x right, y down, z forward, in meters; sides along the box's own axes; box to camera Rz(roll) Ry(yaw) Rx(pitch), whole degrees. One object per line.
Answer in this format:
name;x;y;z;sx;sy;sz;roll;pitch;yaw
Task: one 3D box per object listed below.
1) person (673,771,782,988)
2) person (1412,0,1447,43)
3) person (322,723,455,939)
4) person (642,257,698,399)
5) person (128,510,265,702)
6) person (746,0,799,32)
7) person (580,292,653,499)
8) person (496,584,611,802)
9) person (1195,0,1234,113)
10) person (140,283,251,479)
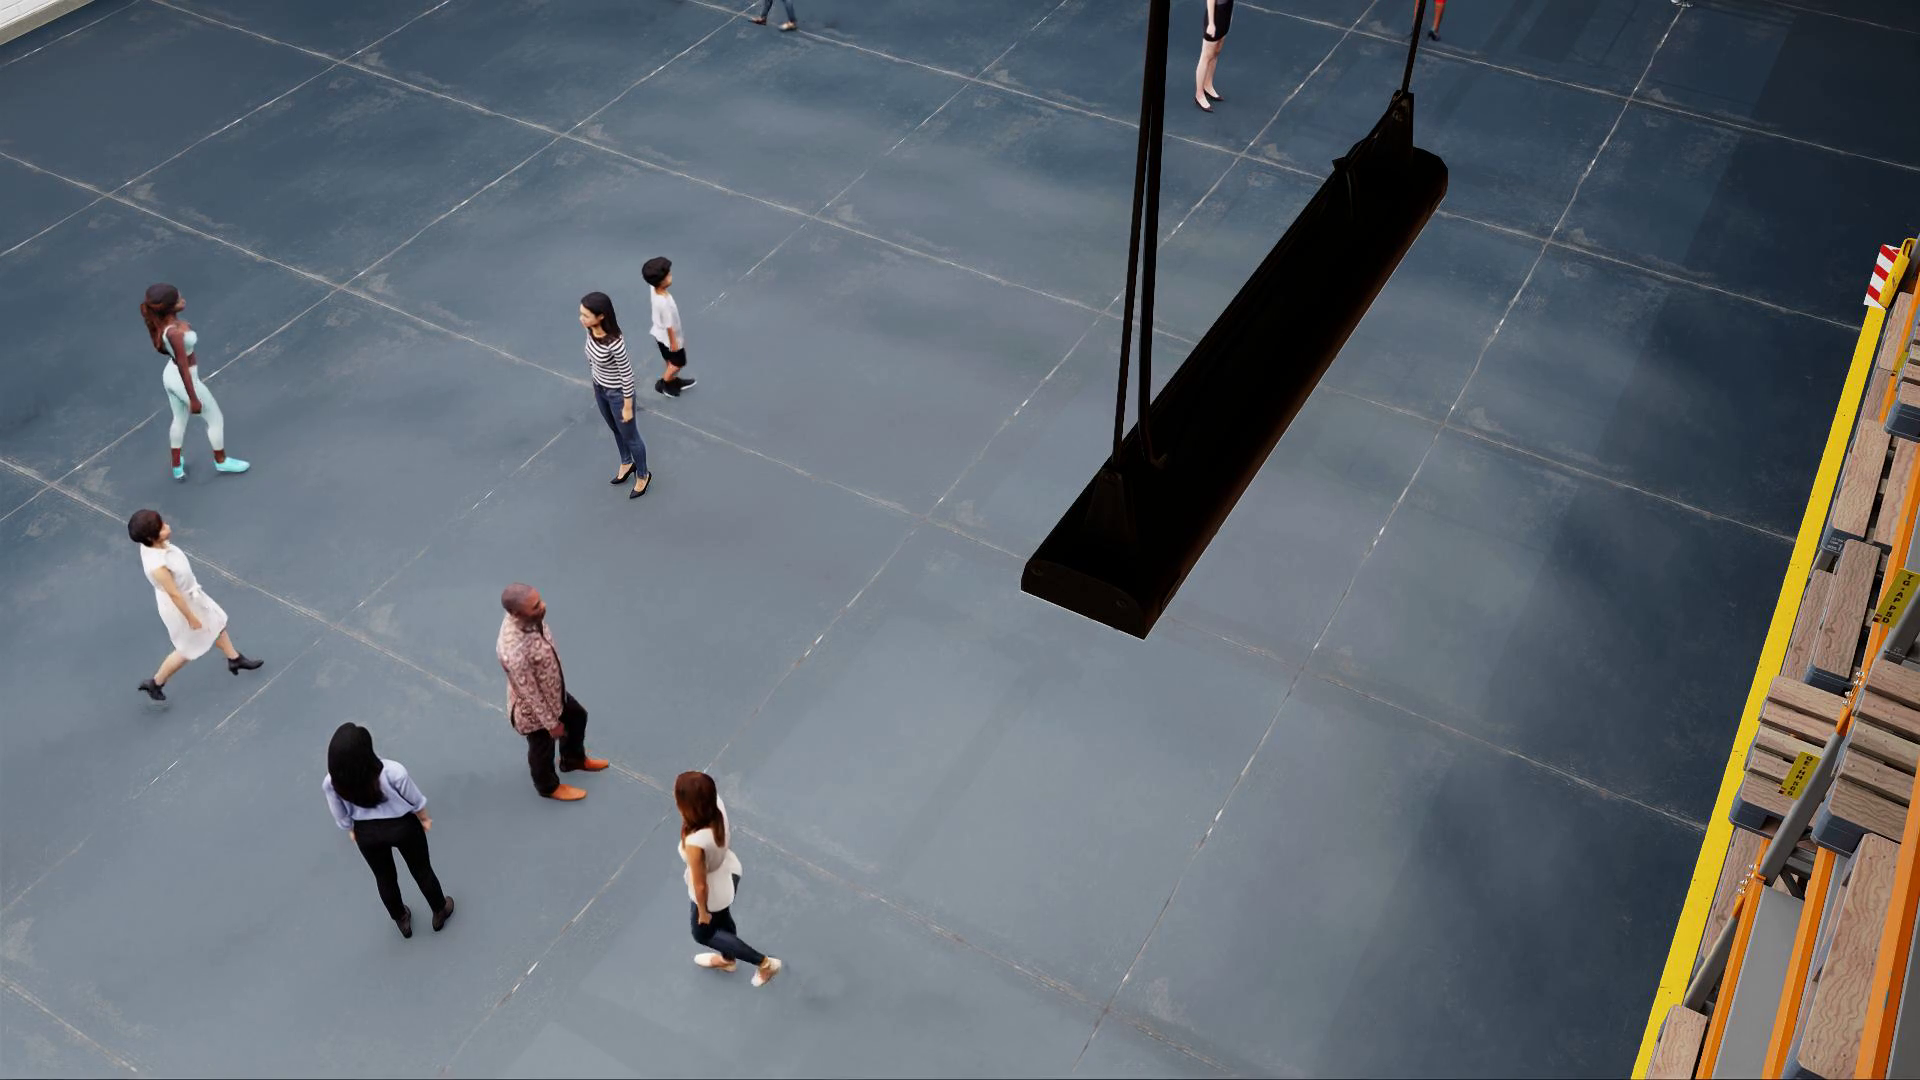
person;-1.240;1.857;8.990;0.800;1.773;0.811;7;44;7
person;4.991;-6.043;17.304;0.583;1.743;0.516;26;49;25
person;-3.189;1.623;9.257;0.729;1.743;0.770;-7;44;-8
person;-2.344;-1.637;13.035;0.697;1.253;0.636;-17;46;-17
person;-5.053;0.454;10.639;1.054;1.529;0.891;-20;47;-19
person;-1.876;-6.000;17.584;0.796;1.294;0.799;-1;44;-2
person;-2.491;-1.043;12.018;0.620;1.795;0.653;-32;52;-29
person;-2.598;0.938;9.941;0.889;1.792;0.780;3;44;3
person;2.508;-5.111;16.263;0.637;1.830;0.434;23;48;22
person;-5.718;-1.137;12.189;0.868;1.695;0.797;-33;53;-30
